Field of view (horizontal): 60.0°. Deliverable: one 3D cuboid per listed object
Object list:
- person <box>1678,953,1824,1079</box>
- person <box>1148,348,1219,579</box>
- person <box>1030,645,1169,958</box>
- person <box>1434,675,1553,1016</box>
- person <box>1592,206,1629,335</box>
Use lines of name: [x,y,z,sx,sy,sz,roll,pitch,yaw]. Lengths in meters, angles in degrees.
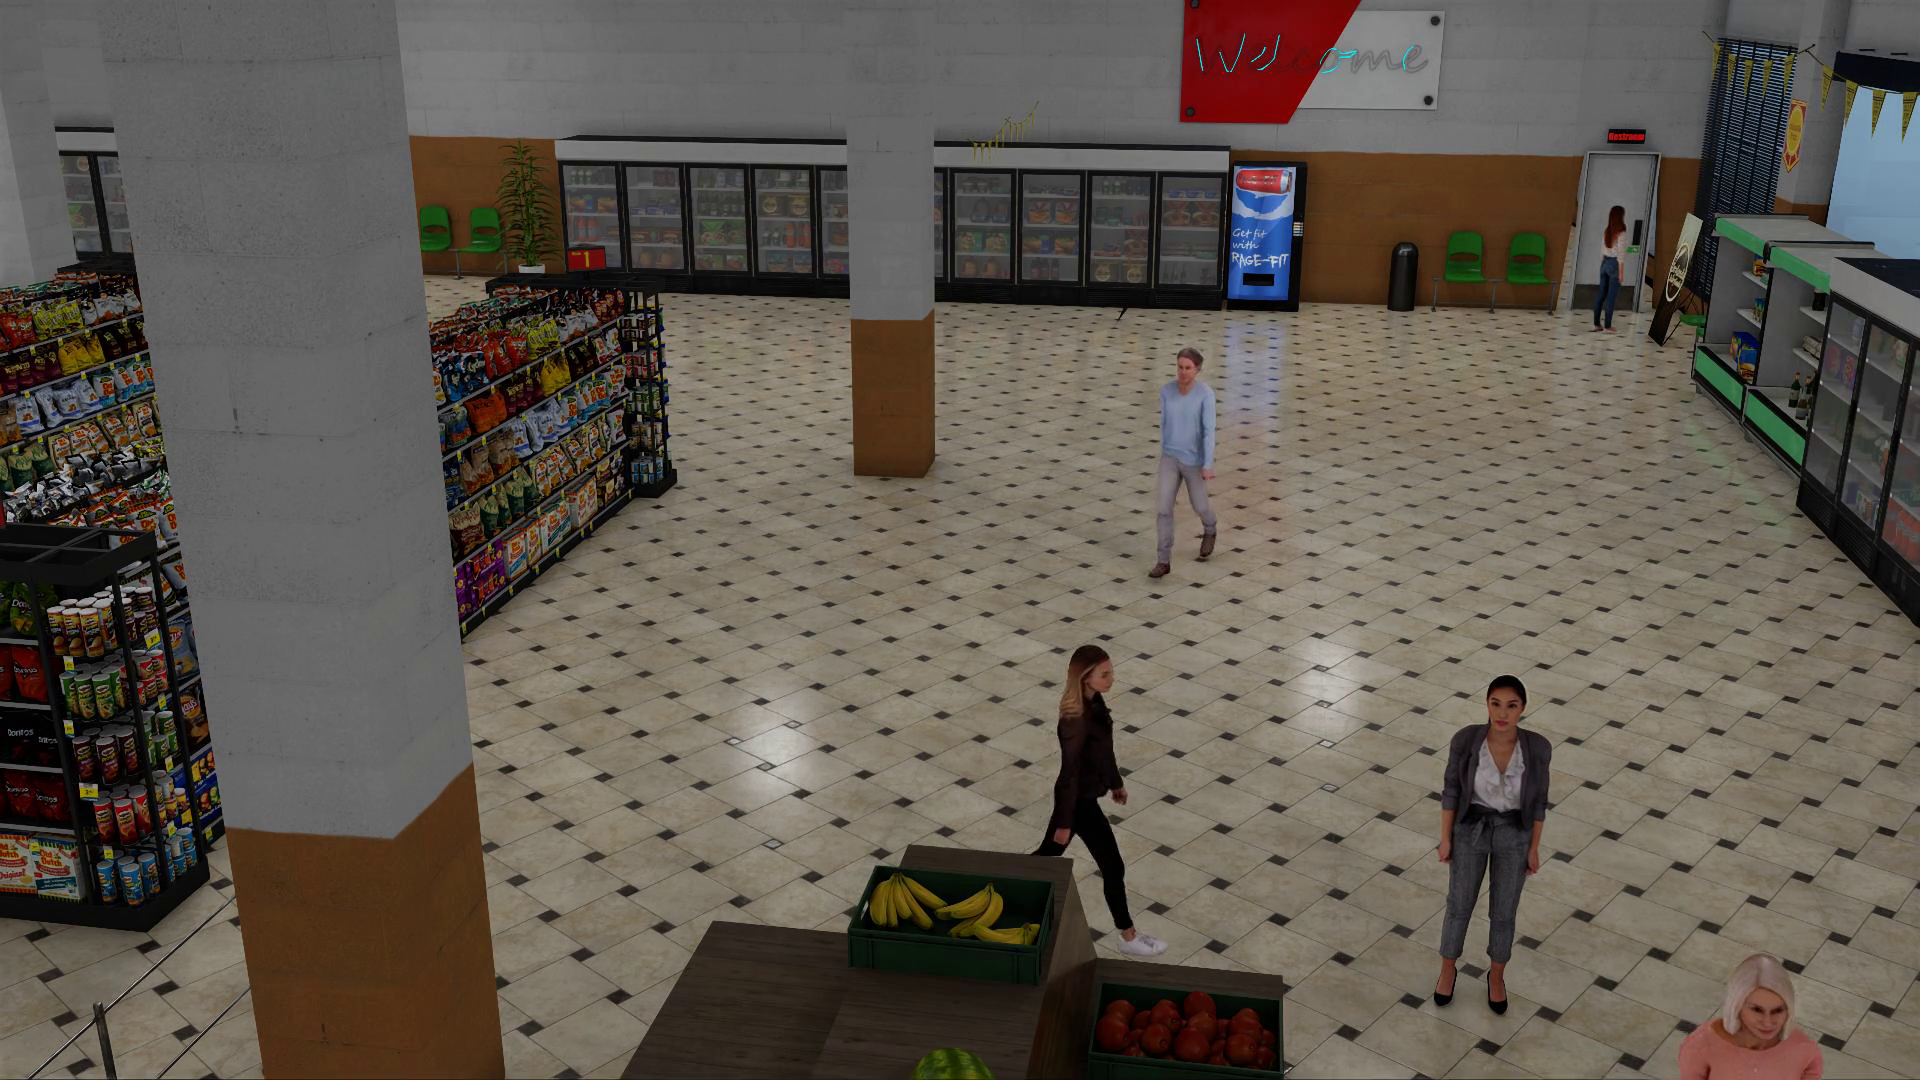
person: [2.585,2.093,5.615,0.660,1.708,0.895,1,19,3]
person: [1.869,-0.644,13.512,0.939,1.850,1.329,10,21,26]
person: [0.489,1.283,8.103,0.700,1.654,1.086,2,19,7]
person: [2.460,1.403,7.709,0.636,1.678,0.603,5,19,14]
person: [8.921,-3.704,22.775,0.706,1.728,0.584,-5,19,-15]
